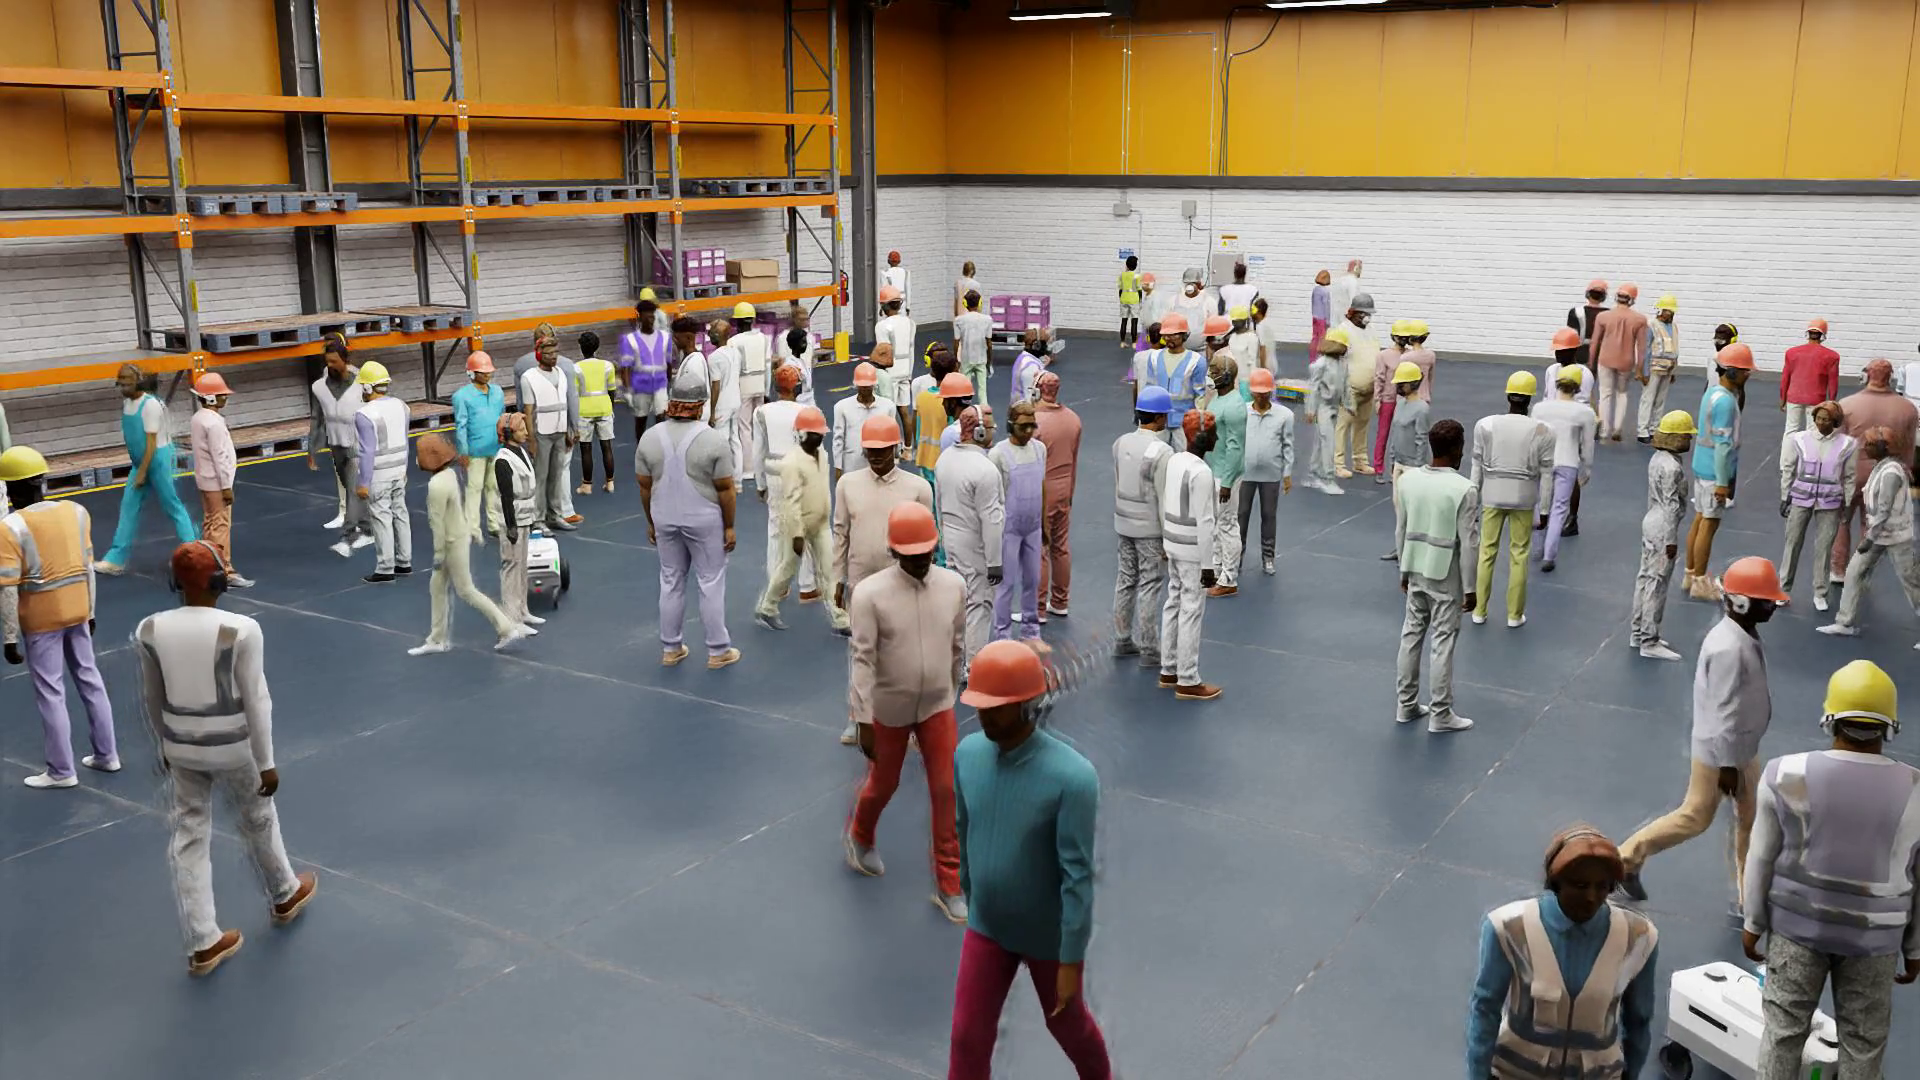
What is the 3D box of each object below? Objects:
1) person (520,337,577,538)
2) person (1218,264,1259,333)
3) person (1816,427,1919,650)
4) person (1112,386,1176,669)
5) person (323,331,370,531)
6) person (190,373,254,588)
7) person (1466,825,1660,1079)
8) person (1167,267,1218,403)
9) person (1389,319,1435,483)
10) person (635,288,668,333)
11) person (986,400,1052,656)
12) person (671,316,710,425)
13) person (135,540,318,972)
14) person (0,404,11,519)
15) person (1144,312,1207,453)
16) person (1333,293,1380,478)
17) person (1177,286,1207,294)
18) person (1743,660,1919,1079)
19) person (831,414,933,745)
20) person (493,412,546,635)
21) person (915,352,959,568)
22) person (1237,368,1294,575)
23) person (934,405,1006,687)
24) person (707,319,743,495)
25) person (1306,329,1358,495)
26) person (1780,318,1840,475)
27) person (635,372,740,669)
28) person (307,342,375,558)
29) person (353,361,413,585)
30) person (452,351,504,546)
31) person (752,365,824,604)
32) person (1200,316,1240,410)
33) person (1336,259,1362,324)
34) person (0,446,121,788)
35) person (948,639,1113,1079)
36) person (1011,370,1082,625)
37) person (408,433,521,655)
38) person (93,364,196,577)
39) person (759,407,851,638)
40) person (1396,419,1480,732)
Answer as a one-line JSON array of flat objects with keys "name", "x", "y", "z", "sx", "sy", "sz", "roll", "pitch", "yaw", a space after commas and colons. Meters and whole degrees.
[{"name": "person", "x": -3.826, "y": -0.962, "z": 15.403, "sx": 0.377, "sy": 1.844, "sz": 0.567, "roll": 6, "pitch": 14, "yaw": 26}, {"name": "person", "x": 4.218, "y": -3.218, "z": 25.144, "sx": 0.601, "sy": 1.867, "sz": 0.994, "roll": 4, "pitch": 14, "yaw": 18}, {"name": "person", "x": 6.722, "y": -0.025, "z": 11.936, "sx": 0.800, "sy": 1.579, "sz": 0.540, "roll": 3, "pitch": 13, "yaw": 12}, {"name": "person", "x": 1.278, "y": -0.086, "z": 11.402, "sx": 0.417, "sy": 1.940, "sz": 0.607, "roll": -8, "pitch": 15, "yaw": -30}, {"name": "person", "x": -5.782, "y": -1.014, "z": 15.568, "sx": 0.532, "sy": 1.876, "sz": 0.319, "roll": 8, "pitch": 15, "yaw": 31}, {"name": "person", "x": -6.034, "y": -0.486, "z": 13.540, "sx": 0.334, "sy": 1.753, "sz": 0.562, "roll": -10, "pitch": 16, "yaw": -36}, {"name": "person", "x": 1.715, "y": 1.608, "z": 4.765, "sx": 0.528, "sy": 1.610, "sz": 0.743, "roll": 3, "pitch": 13, "yaw": 11}, {"name": "person", "x": 3.027, "y": -2.577, "z": 21.985, "sx": 0.683, "sy": 2.000, "sz": 0.538, "roll": 5, "pitch": 14, "yaw": 20}, {"name": "person", "x": 4.841, "y": -1.467, "z": 17.765, "sx": 0.527, "sy": 1.772, "sz": 0.301, "roll": -9, "pitch": 16, "yaw": -35}, {"name": "person", "x": -4.276, "y": -2.661, "z": 23.118, "sx": 0.489, "sy": 1.697, "sz": 0.916, "roll": 7, "pitch": 15, "yaw": 27}, {"name": "person", "x": 0.406, "y": -0.069, "z": 11.563, "sx": 0.523, "sy": 1.834, "sz": 0.343, "roll": -10, "pitch": 16, "yaw": -36}, {"name": "person", "x": -2.606, "y": -1.193, "z": 16.143, "sx": 0.366, "sy": 1.965, "sz": 0.607, "roll": -3, "pitch": 13, "yaw": -13}, {"name": "person", "x": -3.225, "y": 0.892, "z": 7.349, "sx": 0.606, "sy": 1.847, "sz": 0.869, "roll": 1, "pitch": 13, "yaw": 5}, {"name": "person", "x": -8.556, "y": -0.651, "z": 14.510, "sx": 0.523, "sy": 1.639, "sz": 0.308, "roll": -10, "pitch": 16, "yaw": -36}, {"name": "person", "x": 2.000, "y": -1.117, "z": 15.648, "sx": 0.607, "sy": 2.044, "sz": 0.375, "roll": 7, "pitch": 15, "yaw": 29}, {"name": "person", "x": 4.344, "y": -1.699, "z": 18.174, "sx": 0.683, "sy": 2.000, "sz": 0.535, "roll": -9, "pitch": 16, "yaw": -34}, {"name": "person", "x": 3.825, "y": -3.641, "z": 27.508, "sx": 0.538, "sy": 1.627, "sz": 0.505, "roll": 2, "pitch": 13, "yaw": 8}, {"name": "person", "x": 2.971, "y": 1.299, "z": 5.647, "sx": 0.590, "sy": 1.825, "sz": 0.403, "roll": 6, "pitch": 14, "yaw": 23}, {"name": "person", "x": -0.463, "y": 0.238, "z": 9.875, "sx": 0.611, "sy": 1.995, "sz": 0.375, "roll": 2, "pitch": 13, "yaw": 8}, {"name": "person", "x": -3.263, "y": -0.125, "z": 12.232, "sx": 0.308, "sy": 1.638, "sz": 0.510, "roll": 0, "pitch": 13, "yaw": -2}, {"name": "person", "x": -0.147, "y": -0.570, "z": 13.543, "sx": 0.390, "sy": 1.920, "sz": 0.587, "roll": -9, "pitch": 16, "yaw": -34}, {"name": "person", "x": 2.498, "y": -0.567, "z": 13.900, "sx": 0.566, "sy": 1.747, "sz": 0.346, "roll": 2, "pitch": 13, "yaw": 10}, {"name": "person", "x": 0.104, "y": 0.067, "z": 10.808, "sx": 0.403, "sy": 1.906, "sz": 0.651, "roll": -8, "pitch": 15, "yaw": -30}, {"name": "person", "x": -2.426, "y": -1.337, "z": 17.036, "sx": 0.343, "sy": 1.846, "sz": 0.507, "roll": 6, "pitch": 14, "yaw": 23}, {"name": "person", "x": 3.918, "y": -1.337, "z": 17.339, "sx": 0.490, "sy": 1.704, "sz": 0.740, "roll": -12, "pitch": 17, "yaw": -41}, {"name": "person", "x": 9.288, "y": -1.555, "z": 18.215, "sx": 0.574, "sy": 1.740, "sz": 0.355, "roll": 9, "pitch": 16, "yaw": 34}, {"name": "person", "x": -1.829, "y": -0.142, "z": 11.424, "sx": 0.686, "sy": 2.000, "sz": 0.535, "roll": 4, "pitch": 13, "yaw": 16}, {"name": "person", "x": -5.431, "y": -0.787, "z": 14.588, "sx": 0.631, "sy": 1.867, "sz": 0.964, "roll": 2, "pitch": 13, "yaw": 11}, {"name": "person", "x": -4.747, "y": -0.550, "z": 13.645, "sx": 0.404, "sy": 1.832, "sz": 0.599, "roll": 4, "pitch": 13, "yaw": 16}, {"name": "person", "x": -4.300, "y": -0.835, "z": 15.057, "sx": 0.333, "sy": 1.749, "sz": 0.574, "roll": 8, "pitch": 15, "yaw": 31}, {"name": "person", "x": -1.326, "y": -0.431, "z": 13.025, "sx": 0.584, "sy": 1.880, "sz": 0.345, "roll": 4, "pitch": 13, "yaw": 15}, {"name": "person", "x": 2.470, "y": -1.153, "z": 15.930, "sx": 0.393, "sy": 1.985, "sz": 0.610, "roll": 1, "pitch": 13, "yaw": 3}, {"name": "person", "x": 6.139, "y": -3.547, "z": 26.578, "sx": 0.596, "sy": 1.875, "sz": 0.687, "roll": 0, "pitch": 13, "yaw": -2}, {"name": "person", "x": -5.075, "y": 0.427, "z": 9.250, "sx": 0.422, "sy": 1.913, "sz": 0.602, "roll": 6, "pitch": 14, "yaw": 23}, {"name": "person", "x": 0.231, "y": 1.261, "z": 5.556, "sx": 0.622, "sy": 1.954, "sz": 1.009, "roll": 9, "pitch": 16, "yaw": 35}, {"name": "person", "x": 0.619, "y": -0.320, "z": 12.490, "sx": 0.408, "sy": 1.908, "sz": 0.646, "roll": 11, "pitch": 17, "yaw": 40}, {"name": "person", "x": -3.497, "y": 0.029, "z": 11.645, "sx": 0.753, "sy": 1.598, "sz": 0.500, "roll": -3, "pitch": 13, "yaw": -13}, {"name": "person", "x": -6.828, "y": -0.578, "z": 13.864, "sx": 0.508, "sy": 1.782, "sz": 0.932, "roll": 7, "pitch": 15, "yaw": 29}, {"name": "person", "x": -1.124, "y": -0.129, "z": 12.108, "sx": 0.912, "sy": 1.708, "sz": 0.581, "roll": 8, "pitch": 15, "yaw": 30}, {"name": "person", "x": 2.894, "y": 0.217, "z": 10.133, "sx": 0.391, "sy": 1.920, "sz": 0.593, "roll": -9, "pitch": 16, "yaw": -34}]
